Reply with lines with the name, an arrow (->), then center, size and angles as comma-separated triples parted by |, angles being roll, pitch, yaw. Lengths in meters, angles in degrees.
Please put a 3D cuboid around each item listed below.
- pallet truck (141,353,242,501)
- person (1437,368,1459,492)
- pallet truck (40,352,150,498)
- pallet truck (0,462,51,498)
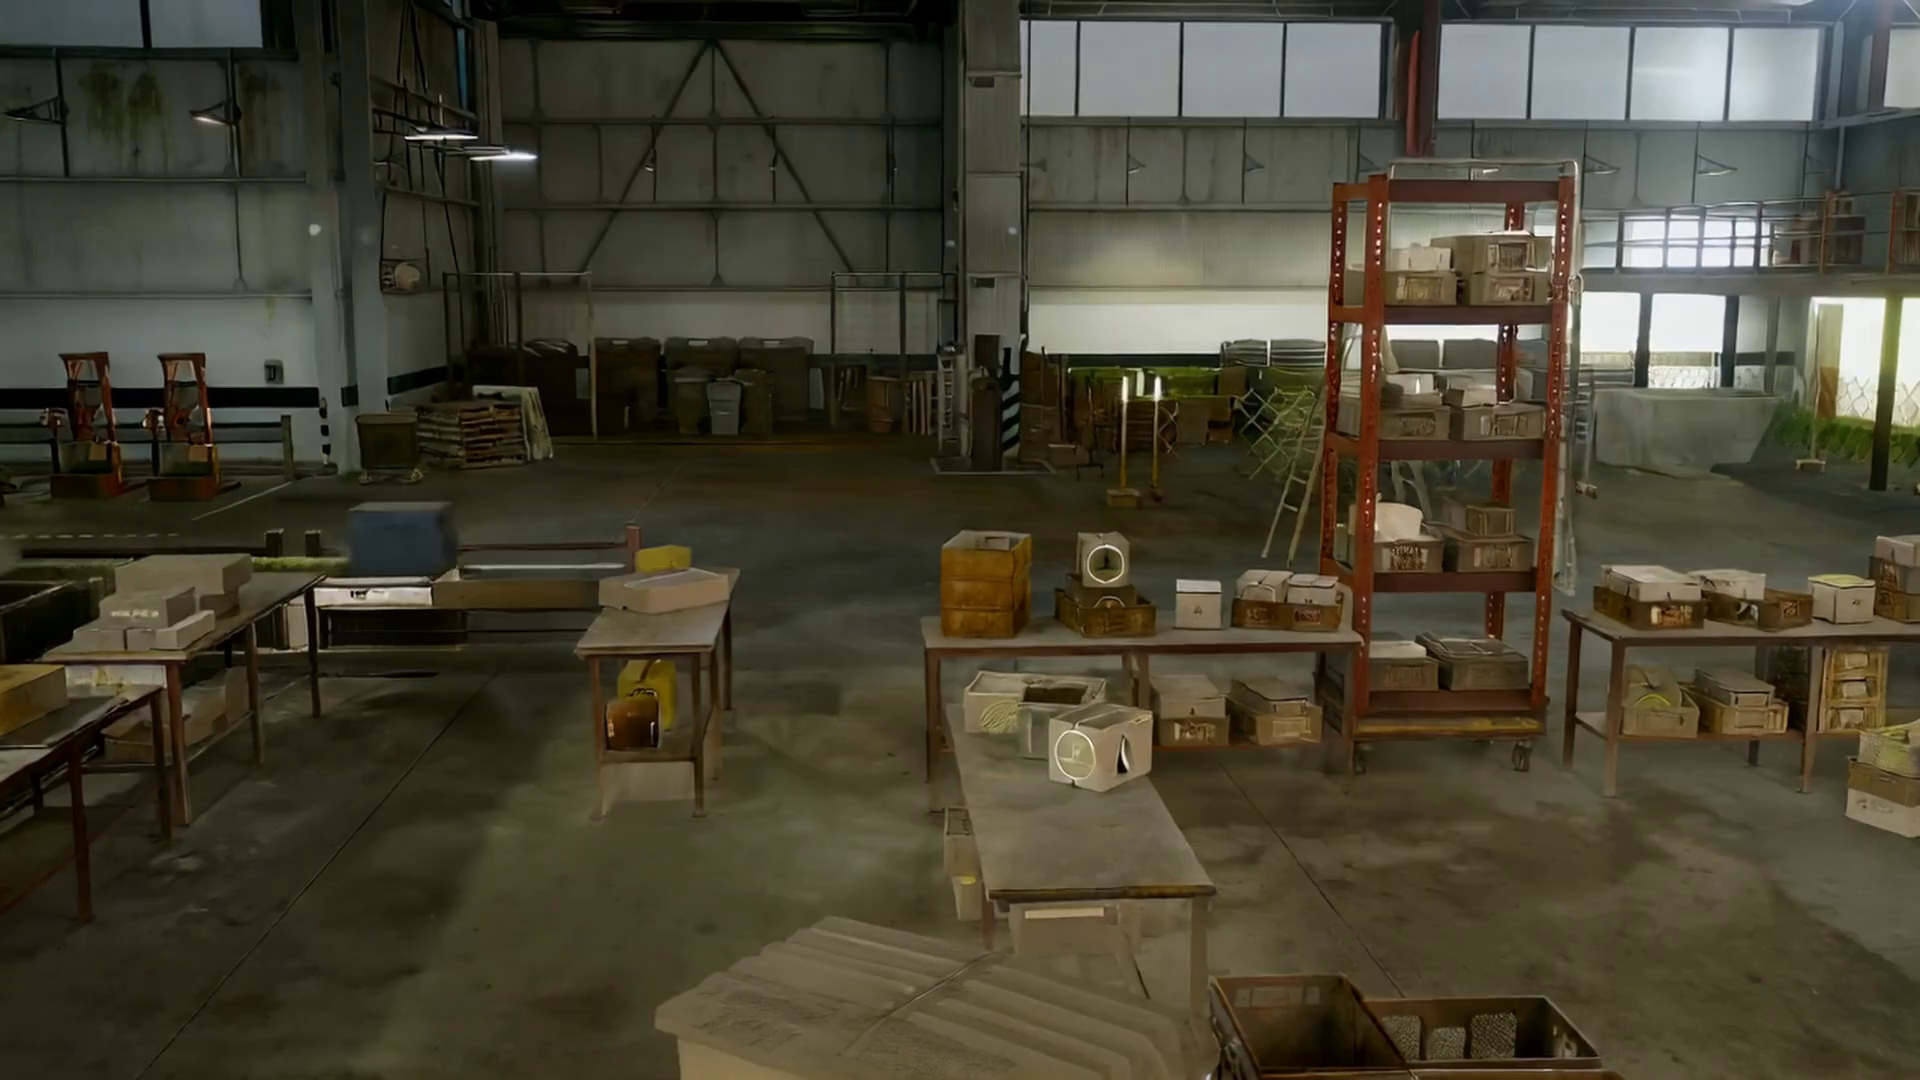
pallet truck -> -10.520, -1.604, 22.925 | 0.823, 1.965, 1.885 | -1, 9, -6
person -> 6.874, -1.548, 23.366 | 0.299, 1.745, 0.483 | 3, 10, 20
pallet truck -> -11.907, -1.642, 23.165 | 0.823, 1.965, 1.885 | 0, 9, 0
pallet truck -> -13.193, -1.293, 23.148 | 0.653, 1.274, 1.630 | -1, 9, -4
